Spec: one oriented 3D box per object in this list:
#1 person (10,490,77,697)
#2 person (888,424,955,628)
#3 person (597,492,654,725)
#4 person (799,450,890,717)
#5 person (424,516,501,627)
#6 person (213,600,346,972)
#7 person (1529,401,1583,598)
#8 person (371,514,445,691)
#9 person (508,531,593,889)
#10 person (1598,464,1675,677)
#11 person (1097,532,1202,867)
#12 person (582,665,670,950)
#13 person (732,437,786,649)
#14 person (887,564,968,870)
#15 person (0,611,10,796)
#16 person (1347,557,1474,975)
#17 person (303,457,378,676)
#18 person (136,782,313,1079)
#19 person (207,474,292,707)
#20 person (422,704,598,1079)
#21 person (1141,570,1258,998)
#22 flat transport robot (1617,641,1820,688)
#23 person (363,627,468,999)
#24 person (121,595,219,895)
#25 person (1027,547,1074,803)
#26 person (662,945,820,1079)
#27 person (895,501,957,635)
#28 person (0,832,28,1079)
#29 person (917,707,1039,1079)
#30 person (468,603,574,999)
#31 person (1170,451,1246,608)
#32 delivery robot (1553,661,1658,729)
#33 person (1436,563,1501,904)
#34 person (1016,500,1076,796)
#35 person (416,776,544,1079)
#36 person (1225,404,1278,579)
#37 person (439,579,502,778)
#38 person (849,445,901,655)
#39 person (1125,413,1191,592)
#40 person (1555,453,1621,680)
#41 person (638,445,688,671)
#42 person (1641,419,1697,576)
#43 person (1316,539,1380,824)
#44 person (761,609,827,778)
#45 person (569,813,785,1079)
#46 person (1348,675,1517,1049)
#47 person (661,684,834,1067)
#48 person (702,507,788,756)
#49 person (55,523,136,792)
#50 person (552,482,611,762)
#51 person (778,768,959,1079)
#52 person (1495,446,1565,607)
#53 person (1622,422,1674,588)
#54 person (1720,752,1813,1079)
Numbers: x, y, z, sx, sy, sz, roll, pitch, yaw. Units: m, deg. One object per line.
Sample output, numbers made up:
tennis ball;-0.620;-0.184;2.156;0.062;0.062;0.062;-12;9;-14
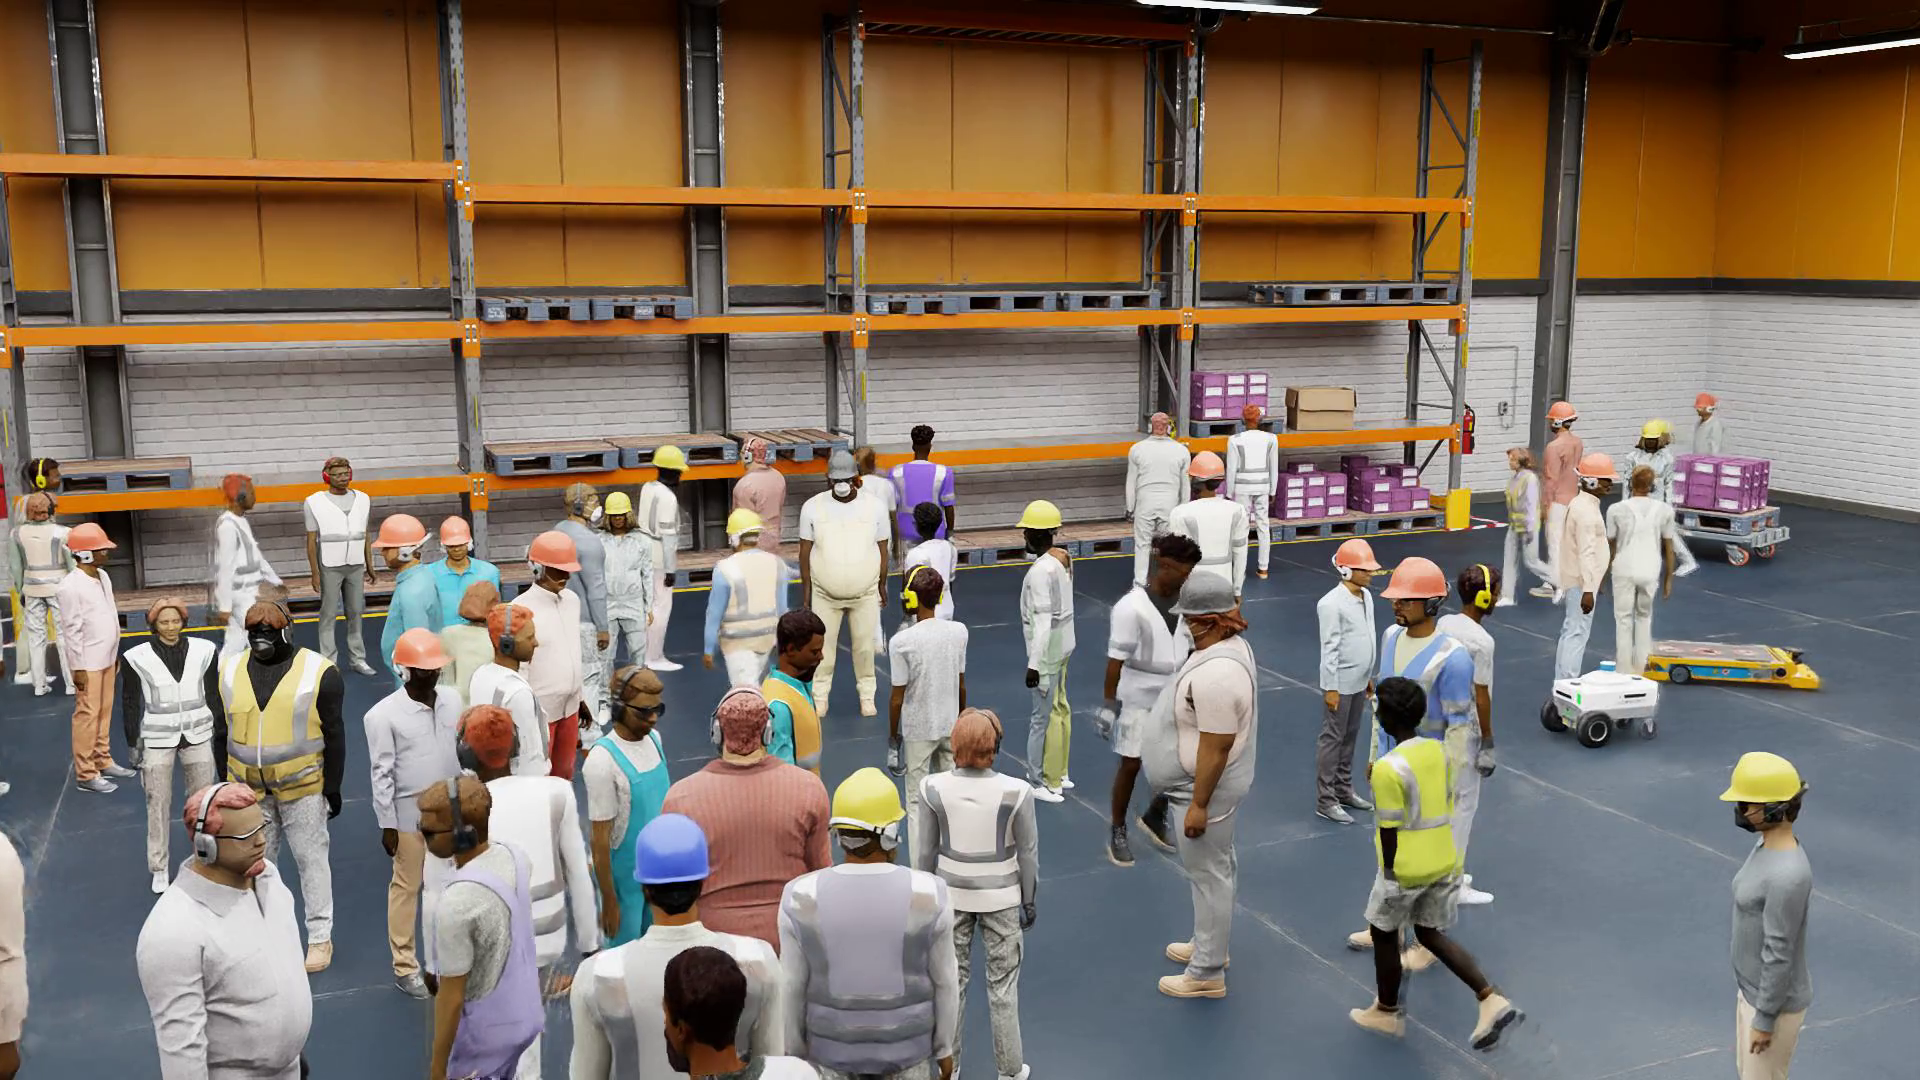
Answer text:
person;-7.166;0.430;13.088;0.517;1.641;0.308;0;10;-3
person;-0.347;-0.066;15.006;0.616;1.964;0.361;1;10;4
person;-2.513;0.506;12.351;0.485;1.745;0.296;-2;10;-11
person;-0.863;0.332;12.499;0.688;2.000;0.536;-1;10;-4
person;-3.353;0.704;11.181;0.563;1.752;0.328;-4;11;-23
person;-3.310;1.197;8.092;0.622;1.845;0.428;0;10;-2
person;6.081;-0.410;16.909;0.376;1.995;0.612;9;14;43
person;-3.211;0.829;9.772;0.384;1.993;0.612;-3;10;-15
person;-2.254;0.929;9.215;0.392;1.986;0.611;4;11;22
person;5.382;0.296;13.318;0.540;1.818;0.630;1;10;7
person;1.089;0.909;9.485;0.746;1.932;0.515;-6;11;-30
person;-1.341;1.410;6.870;0.331;1.837;0.520;3;10;16
person;-1.782;0.055;14.487;0.410;1.908;0.643;4;11;24
person;-0.172;1.051;8.896;0.504;1.861;0.328;-6;12;-33
person;-6.373;0.740;10.504;0.593;1.919;0.392;-4;11;-22
person;2.198;1.090;8.122;0.378;2.045;0.605;-5;11;-25
person;-5.076;0.230;13.644;0.389;1.847;0.563;8;13;39
person;-2.213;1.673;5.163;0.409;1.907;0.650;1;10;4
person;-5.337;0.415;12.594;0.853;1.840;0.584;-4;11;-21
person;-1.729;1.513;6.246;0.590;1.845;0.849;-9;13;-41
person;1.126;1.133;7.886;0.538;2.000;0.683;2;10;14
flat transport robot;6.223;1.007;13.703;1.431;0.197;0.652;2;10;13
person;-2.539;1.274;7.912;0.324;1.748;0.559;5;11;27
person;-4.319;1.112;9.171;0.522;1.637;0.306;-8;13;-38
person;0.584;0.850;10.687;0.279;1.633;0.501;3;10;17
person;-0.550;1.895;4.038;1.026;1.854;0.594;8;13;39
person;-0.237;0.561;12.168;0.320;1.697;0.575;6;12;32
person;-3.319;1.563;5.550;0.624;1.982;0.470;5;11;28
person;0.075;1.502;6.909;0.510;1.642;0.308;2;10;11
person;-2.084;1.224;7.811;0.355;1.885;0.576;-8;13;-39
person;1.810;0.358;12.327;0.615;2.047;0.358;-3;10;-18
delivery robot;4.651;1.118;11.980;0.707;0.478;0.477;-3;10;-16
person;2.724;1.042;8.959;0.345;1.857;0.516;-2;10;-13
person;0.541;0.701;10.701;0.380;1.928;0.586;3;10;19
person;-1.597;1.654;5.536;0.391;1.821;0.540;2;10;11
person;3.122;-0.517;17.835;0.573;1.886;0.353;-1;10;-8
person;-2.807;1.038;9.662;0.507;1.613;0.589;2;10;11
person;-0.868;0.075;14.647;0.533;1.813;0.809;-8;13;-40
person;1.993;-0.339;16.801;0.654;1.895;0.400;0;10;-2
person;4.764;0.326;12.666;0.396;1.992;0.623;2;10;14
person;-2.489;0.148;13.951;0.434;1.911;0.611;-5;11;-28
person;7.613;-0.461;18.067;0.830;1.713;0.476;4;11;22
person;2.417;0.856;10.304;0.327;1.752;0.563;8;12;37
person;-0.787;1.249;7.585;0.381;1.911;0.597;0;10;-1
person;-0.794;1.732;4.755;0.613;1.935;0.421;-3;10;-15
person;2.074;1.436;7.258;0.538;1.661;0.673;-9;13;-41
person;-0.796;1.480;6.276;0.640;1.909;0.409;-2;10;-13
person;-1.374;0.689;11.185;0.881;1.795;0.619;9;13;42
person;-5.642;0.757;10.876;0.340;1.750;0.572;-1;10;-5
person;-2.602;0.559;11.493;0.372;1.938;0.632;-8;13;-39
person;-0.299;1.653;5.507;0.591;1.828;0.404;0;10;0
person;5.618;-0.124;16.346;0.671;1.613;0.521;-2;10;-10
person;7.173;-0.365;17.371;0.493;1.742;0.322;2;10;13
person;2.846;1.615;5.937;0.342;1.756;0.532;3;10;19
